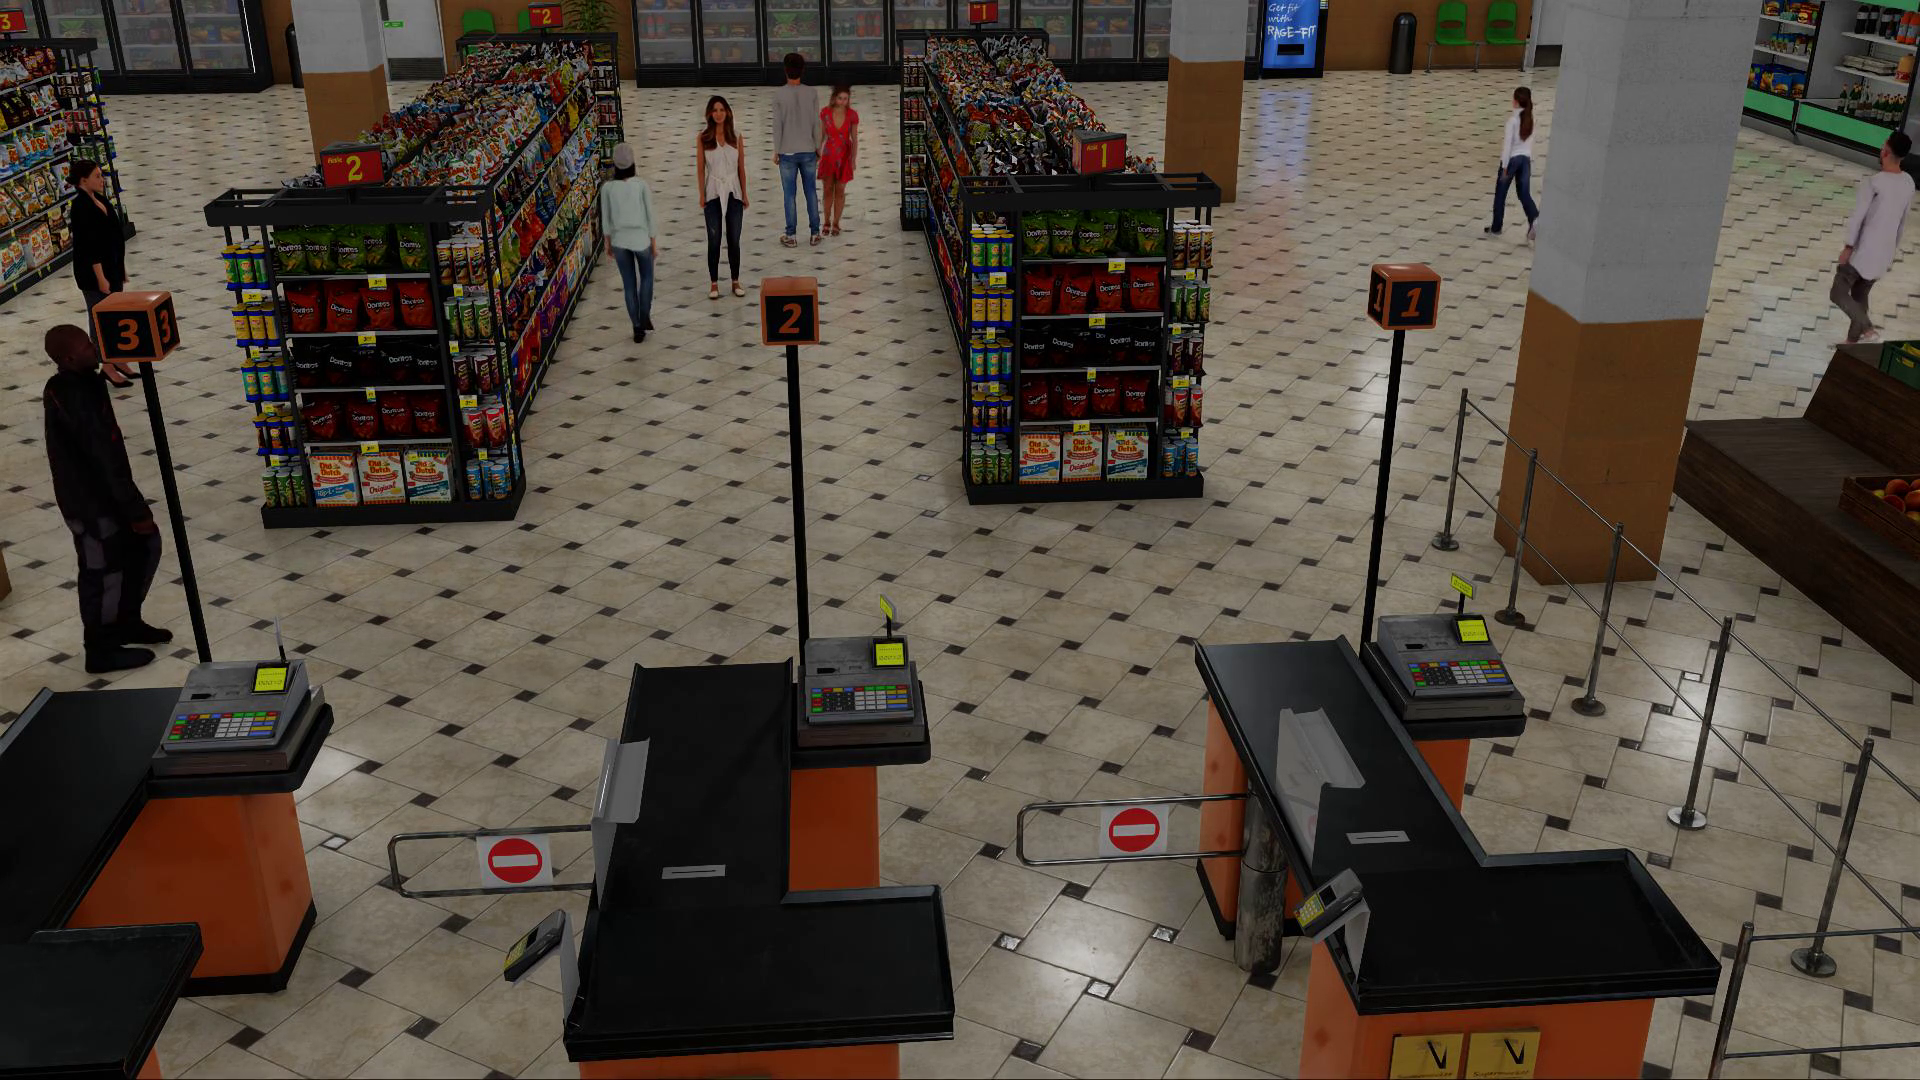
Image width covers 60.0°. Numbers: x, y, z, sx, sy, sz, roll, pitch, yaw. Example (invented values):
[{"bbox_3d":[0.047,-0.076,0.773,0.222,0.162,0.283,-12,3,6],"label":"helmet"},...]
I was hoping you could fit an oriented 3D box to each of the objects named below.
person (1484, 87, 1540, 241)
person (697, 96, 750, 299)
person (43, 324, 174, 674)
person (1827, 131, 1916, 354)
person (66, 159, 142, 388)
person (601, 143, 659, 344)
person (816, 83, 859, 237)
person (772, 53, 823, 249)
[{"bbox_3d":[5.702,-3.789,16.889,0.626,1.537,1.002,-7,24,-15],"label":"person"},{"bbox_3d":[-2.139,-3.084,14.969,0.635,1.784,0.587,-7,25,-15],"label":"person"},{"bbox_3d":[-4.417,-0.178,8.291,0.892,1.813,0.799,-12,26,-26],"label":"person"},{"bbox_3d":[7.177,-2.249,13.015,0.797,1.822,0.932,-8,25,-17],"label":"person"},{"bbox_3d":[-6.531,-2.022,12.629,0.694,1.714,0.503,-1,24,-2],"label":"person"},{"bbox_3d":[-2.693,-2.416,13.621,0.583,1.641,0.559,-2,24,-5],"label":"person"},{"bbox_3d":[-1.255,-3.937,17.191,0.643,1.566,0.650,1,24,2],"label":"person"},{"bbox_3d":[-1.628,-3.908,16.701,0.704,1.905,0.656,-7,25,-16],"label":"person"}]
